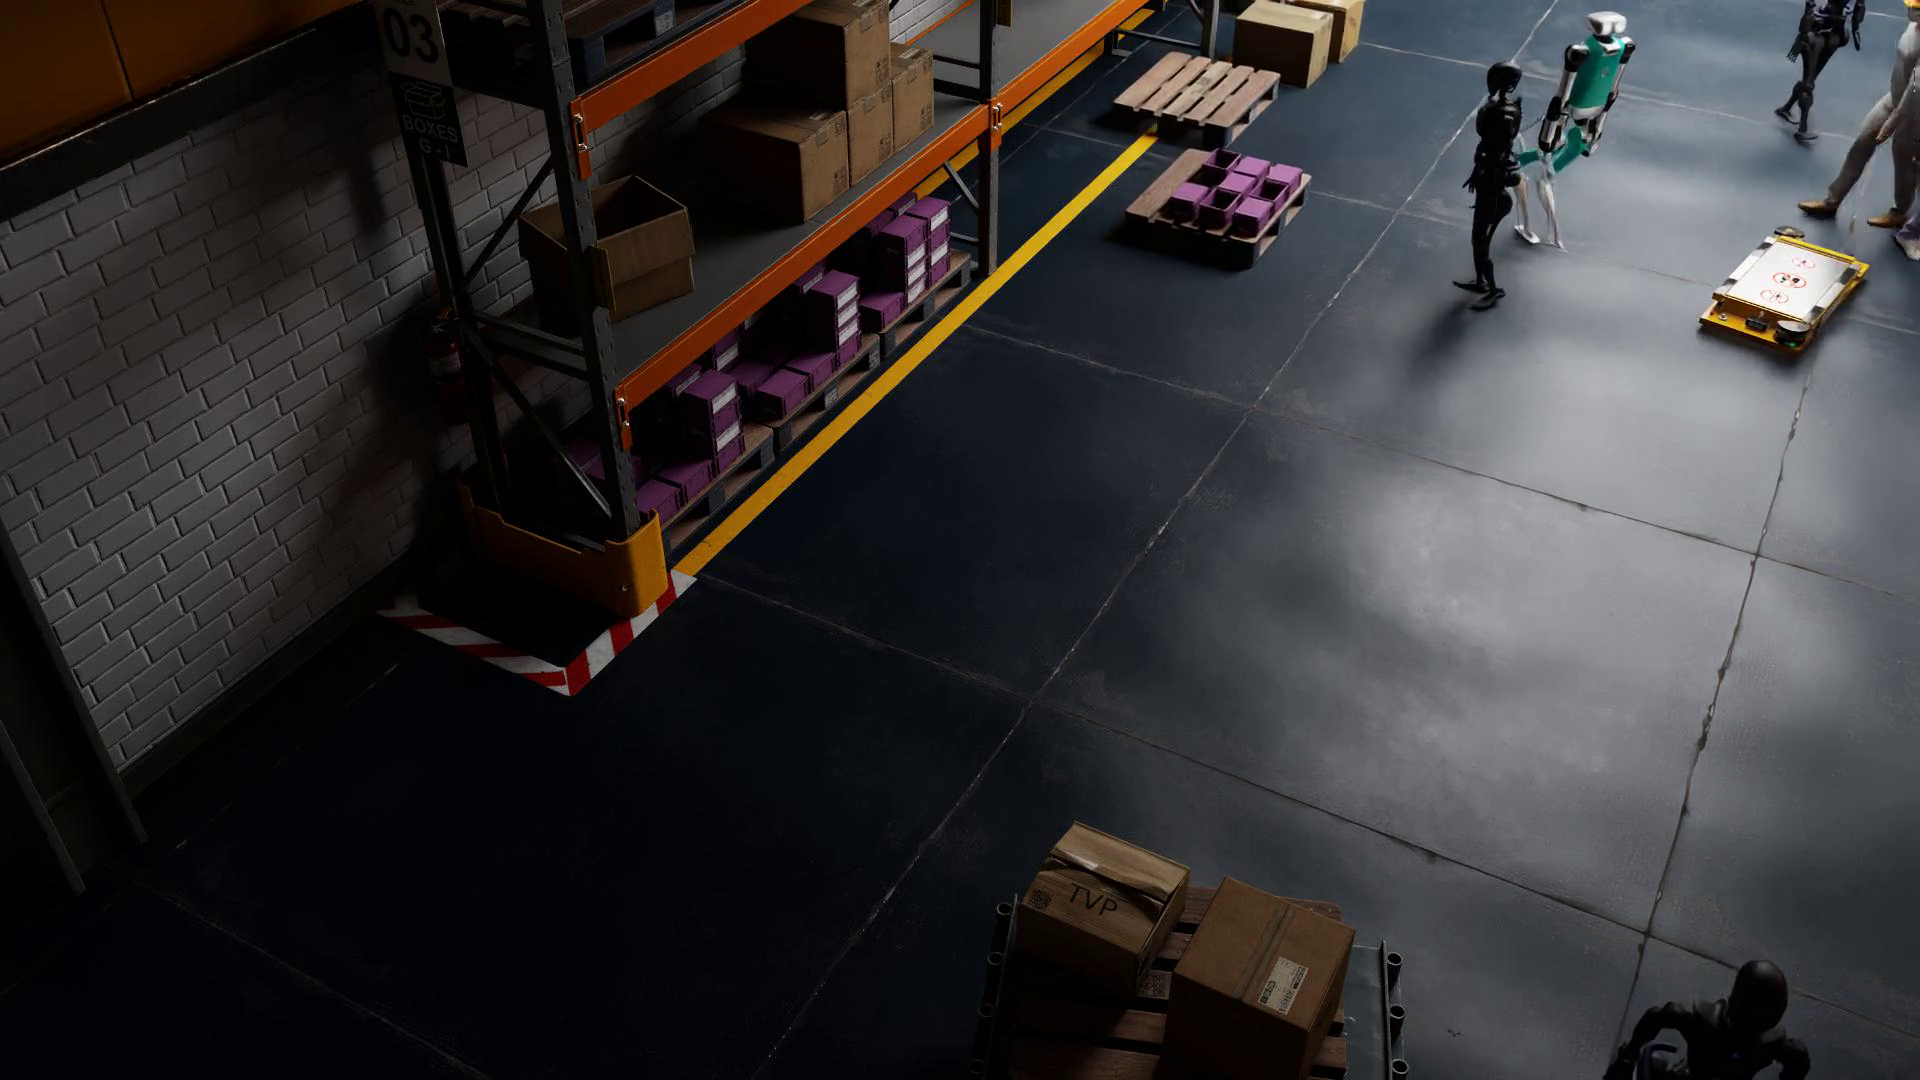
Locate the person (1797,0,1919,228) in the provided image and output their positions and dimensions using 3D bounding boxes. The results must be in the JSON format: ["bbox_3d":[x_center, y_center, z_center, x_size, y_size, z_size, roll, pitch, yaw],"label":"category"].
[{"bbox_3d":[6.608,-3.072,11.787,0.879,1.850,0.566,0,39,1],"label":"person"}]

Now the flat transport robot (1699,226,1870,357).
[{"bbox_3d":[5.656,-1.715,11.363,0.659,0.231,1.431,28,46,30],"label":"flat transport robot"}]

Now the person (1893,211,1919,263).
[{"bbox_3d":[6.964,-2.620,11.225,0.670,1.860,0.918,-20,43,-24],"label":"person"}]

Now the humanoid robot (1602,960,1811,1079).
[{"bbox_3d":[2.446,1.951,5.661,0.601,1.647,0.342,12,40,14],"label":"humanoid robot"}]

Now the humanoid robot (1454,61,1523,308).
[{"bbox_3d":[3.560,-2.369,11.051,0.395,1.641,0.599,0,39,0],"label":"humanoid robot"}]

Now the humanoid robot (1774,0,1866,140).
[{"bbox_3d":[6.881,-3.995,13.102,0.608,1.637,0.688,-11,40,-13],"label":"humanoid robot"}]

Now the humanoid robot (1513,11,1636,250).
[{"bbox_3d":[4.171,-2.882,11.647,0.548,1.782,0.753,-16,41,-18],"label":"humanoid robot"}]
